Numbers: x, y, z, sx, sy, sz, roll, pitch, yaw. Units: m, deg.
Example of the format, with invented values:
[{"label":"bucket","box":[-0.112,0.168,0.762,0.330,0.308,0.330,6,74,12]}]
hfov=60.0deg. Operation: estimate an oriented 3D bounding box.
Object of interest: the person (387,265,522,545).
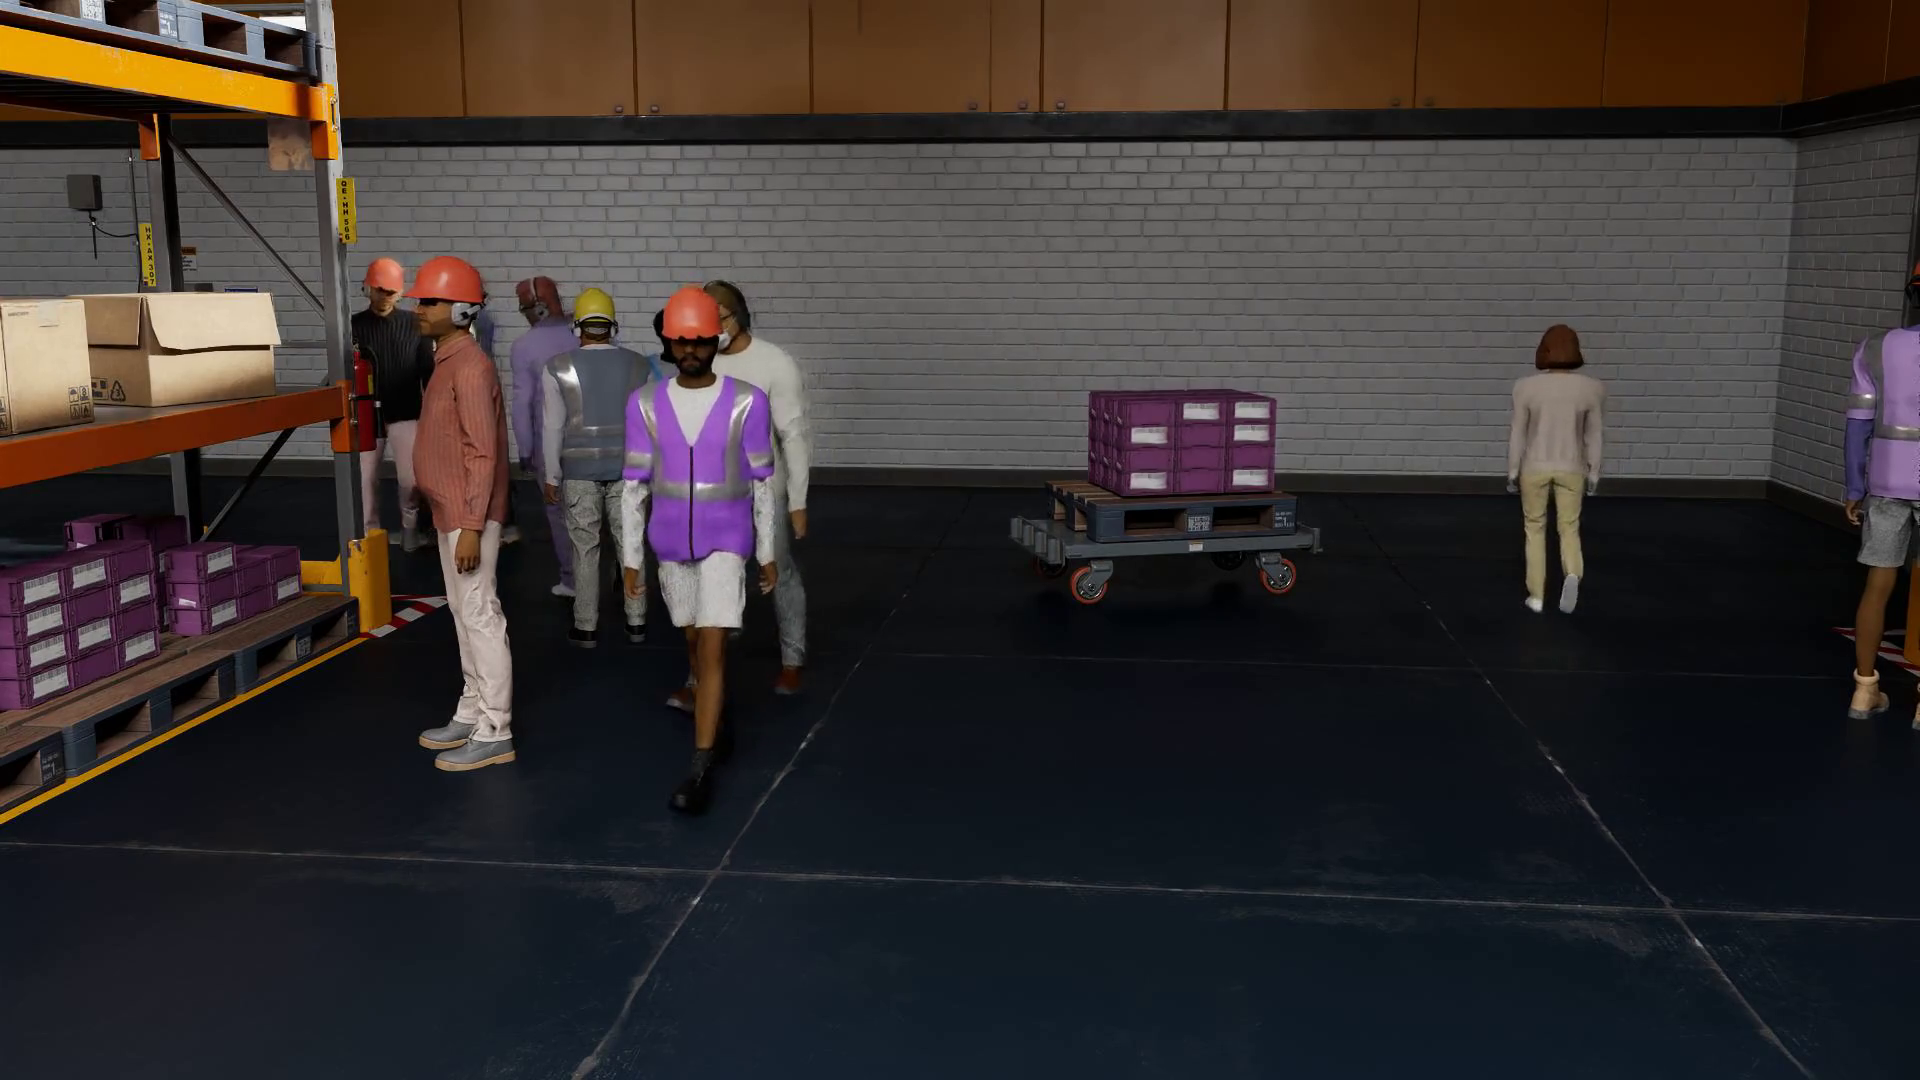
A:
[{"label":"person","box":[-3.440,-0.900,11.279,1.005,1.942,0.617,4,11,22]}]

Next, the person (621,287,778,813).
[{"label":"person","box":[-0.980,0.003,6.237,0.561,1.887,1.019,1,10,5]}]

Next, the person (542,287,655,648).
[{"label":"person","box":[-1.840,-0.366,8.504,0.601,1.830,0.404,-5,11,-28]}]

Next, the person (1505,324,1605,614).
[{"label":"person","box":[3.270,-0.371,9.148,0.501,1.616,0.548,2,10,12]}]

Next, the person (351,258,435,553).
[{"label":"person","box":[-3.649,-0.792,10.539,0.691,1.971,0.562,-3,10,-15]}]

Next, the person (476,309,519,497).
[{"label":"person","box":[-3.871,-1.213,13.137,0.749,1.920,0.558,2,10,10]}]

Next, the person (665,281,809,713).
[{"label":"person","box":[-0.981,-0.187,7.326,0.704,1.881,0.945,4,11,22]}]

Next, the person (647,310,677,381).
[{"label":"person","box":[-1.731,-0.548,10.017,0.542,1.665,0.834,-1,10,-7]}]

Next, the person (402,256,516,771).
[{"label":"person","box":[-1.957,-0.104,6.535,0.375,1.997,0.612,-5,11,-26]}]

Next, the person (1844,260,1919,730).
[{"label":"person","box":[4.088,-0.220,7.066,0.395,2.042,0.611,-8,13,-38]}]

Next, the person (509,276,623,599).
[{"label":"person","box":[-2.252,-0.566,9.529,0.674,1.879,0.482,-9,13,-42]}]
